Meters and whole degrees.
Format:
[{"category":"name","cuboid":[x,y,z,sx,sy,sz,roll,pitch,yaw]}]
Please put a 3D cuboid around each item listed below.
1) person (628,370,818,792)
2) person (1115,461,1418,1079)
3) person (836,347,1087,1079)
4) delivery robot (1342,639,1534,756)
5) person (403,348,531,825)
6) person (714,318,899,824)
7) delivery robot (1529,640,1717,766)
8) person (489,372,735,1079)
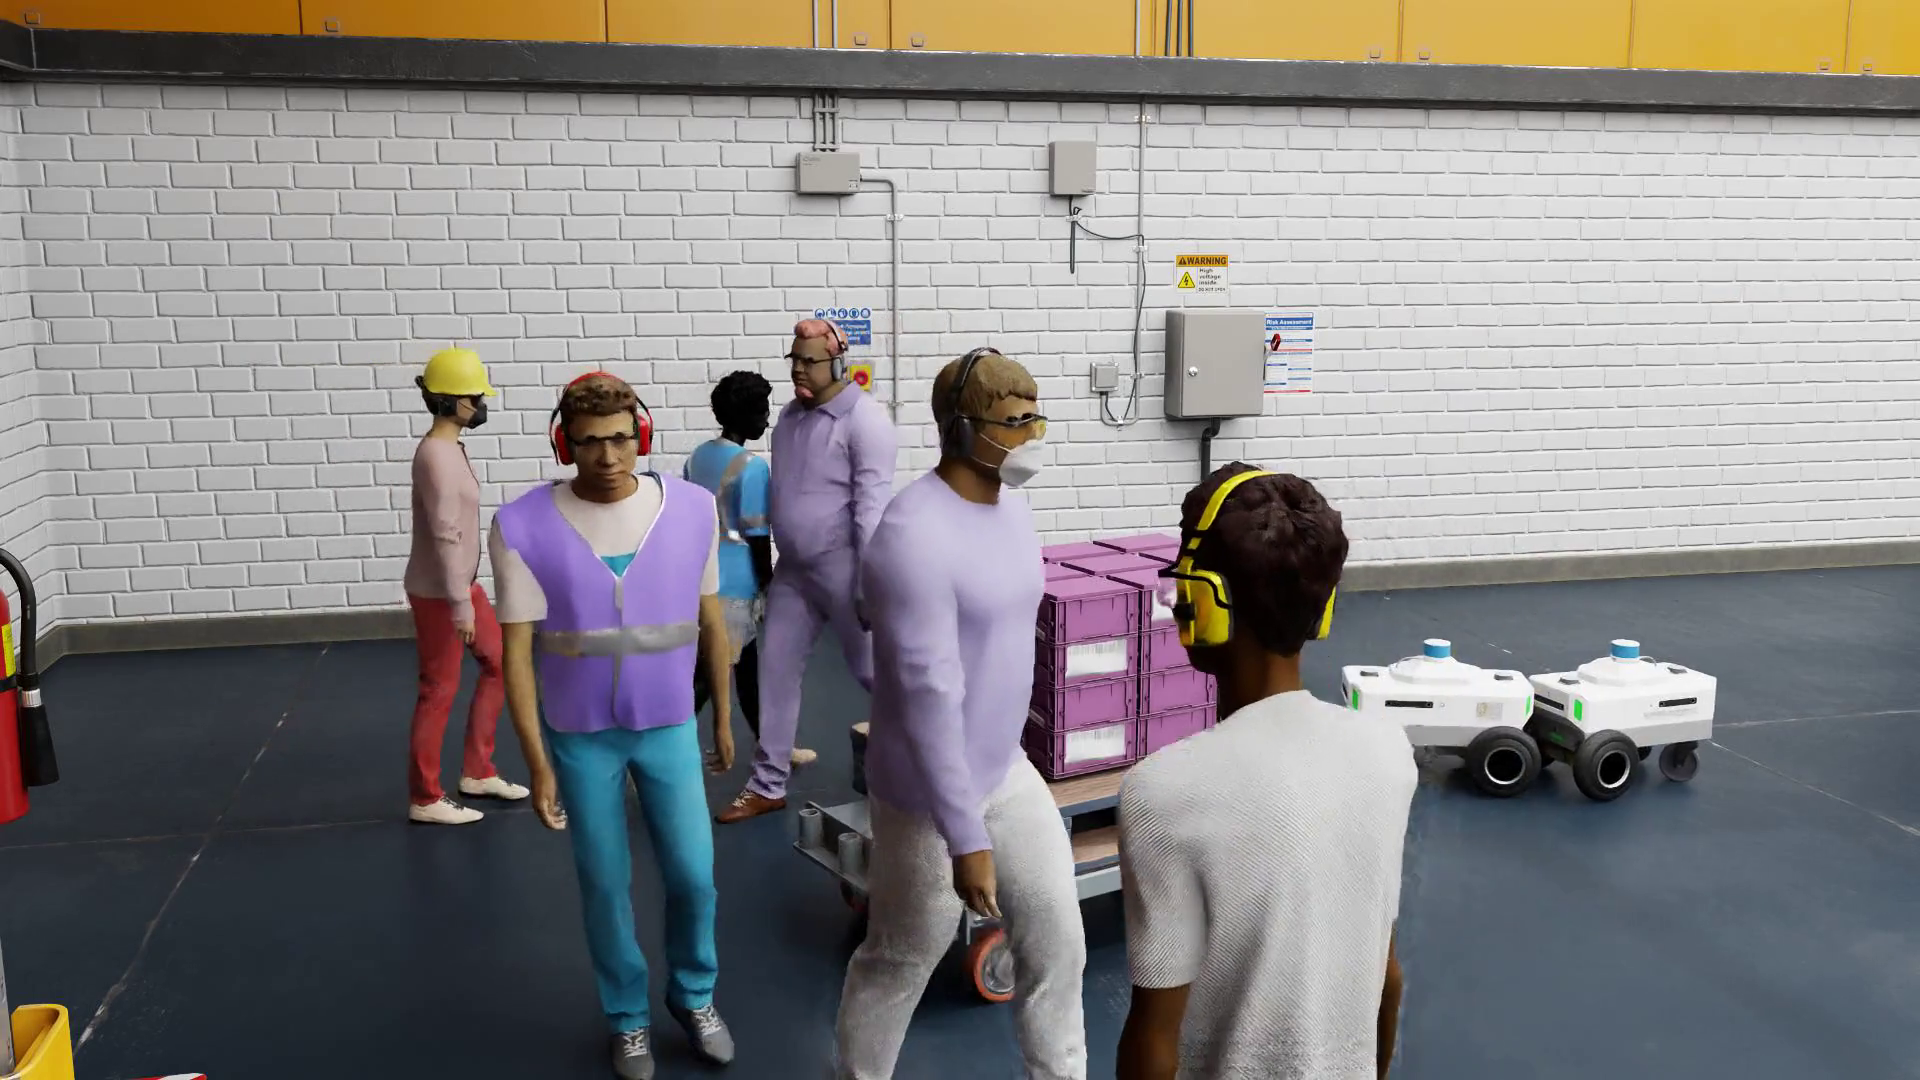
[{"category":"person","cuboid":[-0.936,0.171,6.385,0.863,1.650,0.568,-7,13,-35]},{"category":"person","cuboid":[0.363,0.826,2.172,0.562,1.851,0.418,-7,13,-35]},{"category":"person","cuboid":[0.089,0.558,3.522,0.900,1.905,0.649,6,12,29]},{"category":"delivery robot","cuboid":[1.872,0.636,6.567,0.707,0.478,0.477,1,10,7]},{"category":"person","cuboid":[-1.783,0.179,6.032,0.566,1.744,0.559,-2,10,-12]},{"category":"person","cuboid":[-0.449,0.093,6.237,0.982,1.859,0.636,-10,14,-43]},{"category":"delivery robot","cuboid":[2.612,0.637,6.559,0.707,0.478,0.477,-3,11,-19]},{"category":"person","cuboid":[-0.837,0.490,4.130,0.593,1.817,0.495,-4,11,-20]}]
